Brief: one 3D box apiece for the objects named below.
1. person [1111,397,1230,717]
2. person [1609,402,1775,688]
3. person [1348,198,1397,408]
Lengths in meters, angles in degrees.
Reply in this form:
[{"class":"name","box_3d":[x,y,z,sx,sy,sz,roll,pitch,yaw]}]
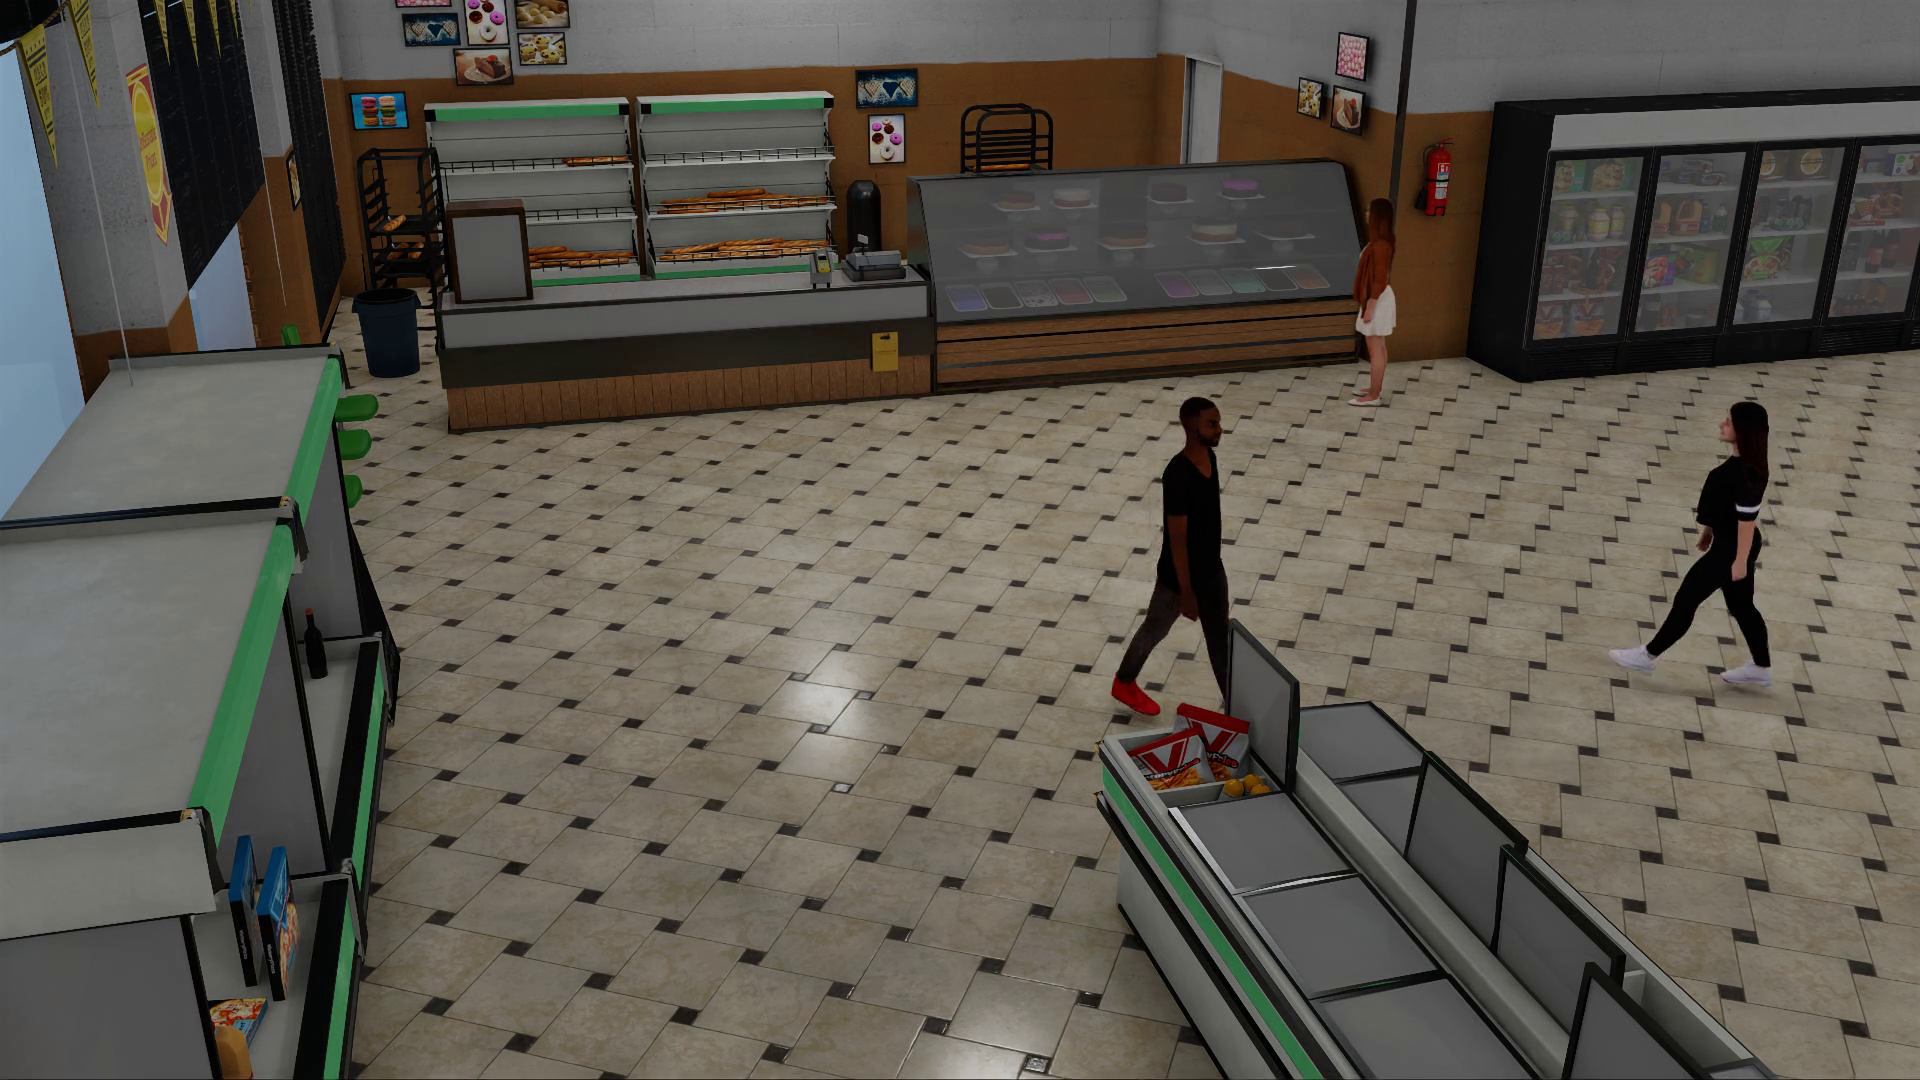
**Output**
[{"class":"person","box_3d":[1.074,0.146,8.444,1.277,1.759,1.167,15,26,32]},{"class":"person","box_3d":[4.172,0.075,8.848,1.074,1.589,1.089,8,23,20]},{"class":"person","box_3d":[3.458,-1.967,13.751,0.780,1.722,0.695,9,23,20]}]
